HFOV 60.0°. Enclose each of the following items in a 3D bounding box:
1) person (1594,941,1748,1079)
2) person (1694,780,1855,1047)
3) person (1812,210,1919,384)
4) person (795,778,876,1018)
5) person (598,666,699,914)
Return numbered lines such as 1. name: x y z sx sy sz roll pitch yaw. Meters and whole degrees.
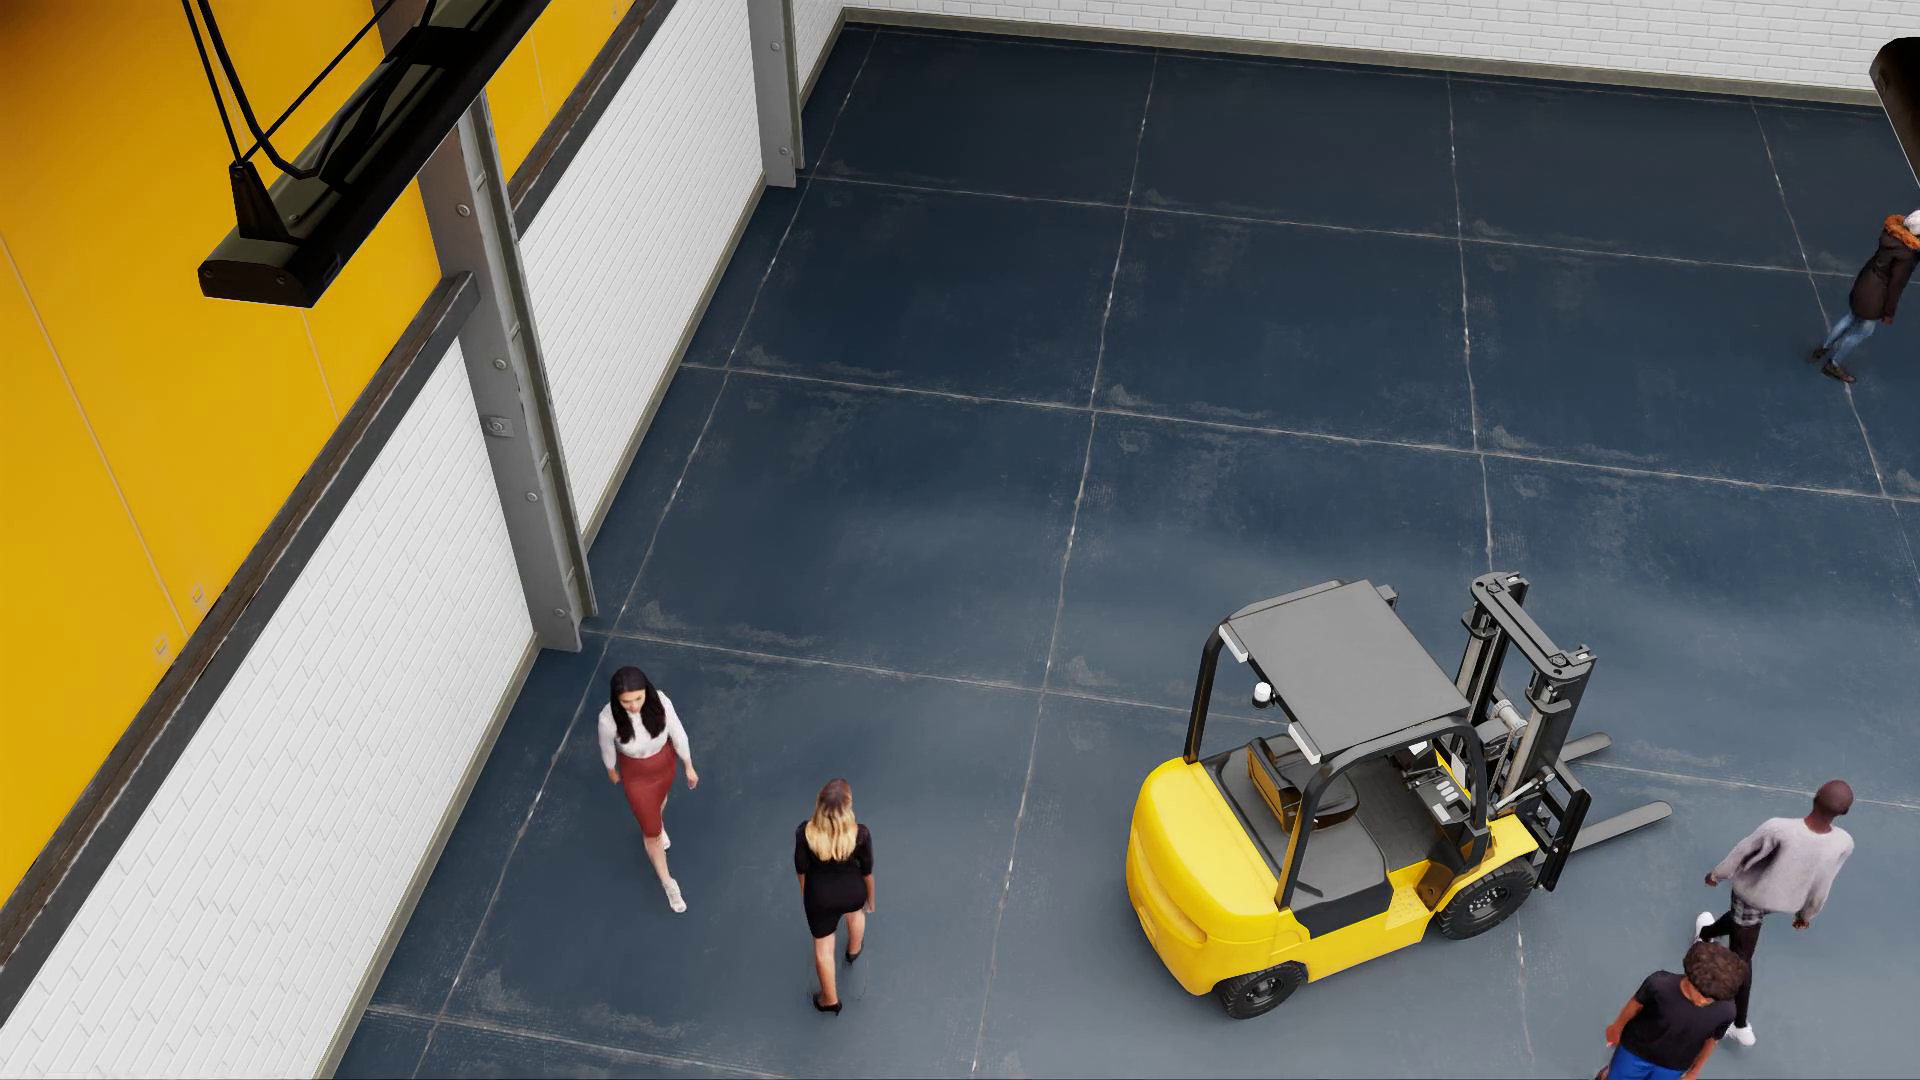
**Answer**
1. person: 3.492 2.444 8.272 0.668 1.781 0.765 16 46 16
2. person: 4.300 1.967 8.804 0.733 1.737 1.129 3 44 3
3. person: 7.115 -1.946 13.005 0.805 1.608 0.506 -2 44 -2
4. person: -0.676 1.947 8.890 0.683 1.648 0.823 -7 44 -8
5. person: -1.809 1.269 9.551 0.949 1.718 1.058 -21 47 -20
